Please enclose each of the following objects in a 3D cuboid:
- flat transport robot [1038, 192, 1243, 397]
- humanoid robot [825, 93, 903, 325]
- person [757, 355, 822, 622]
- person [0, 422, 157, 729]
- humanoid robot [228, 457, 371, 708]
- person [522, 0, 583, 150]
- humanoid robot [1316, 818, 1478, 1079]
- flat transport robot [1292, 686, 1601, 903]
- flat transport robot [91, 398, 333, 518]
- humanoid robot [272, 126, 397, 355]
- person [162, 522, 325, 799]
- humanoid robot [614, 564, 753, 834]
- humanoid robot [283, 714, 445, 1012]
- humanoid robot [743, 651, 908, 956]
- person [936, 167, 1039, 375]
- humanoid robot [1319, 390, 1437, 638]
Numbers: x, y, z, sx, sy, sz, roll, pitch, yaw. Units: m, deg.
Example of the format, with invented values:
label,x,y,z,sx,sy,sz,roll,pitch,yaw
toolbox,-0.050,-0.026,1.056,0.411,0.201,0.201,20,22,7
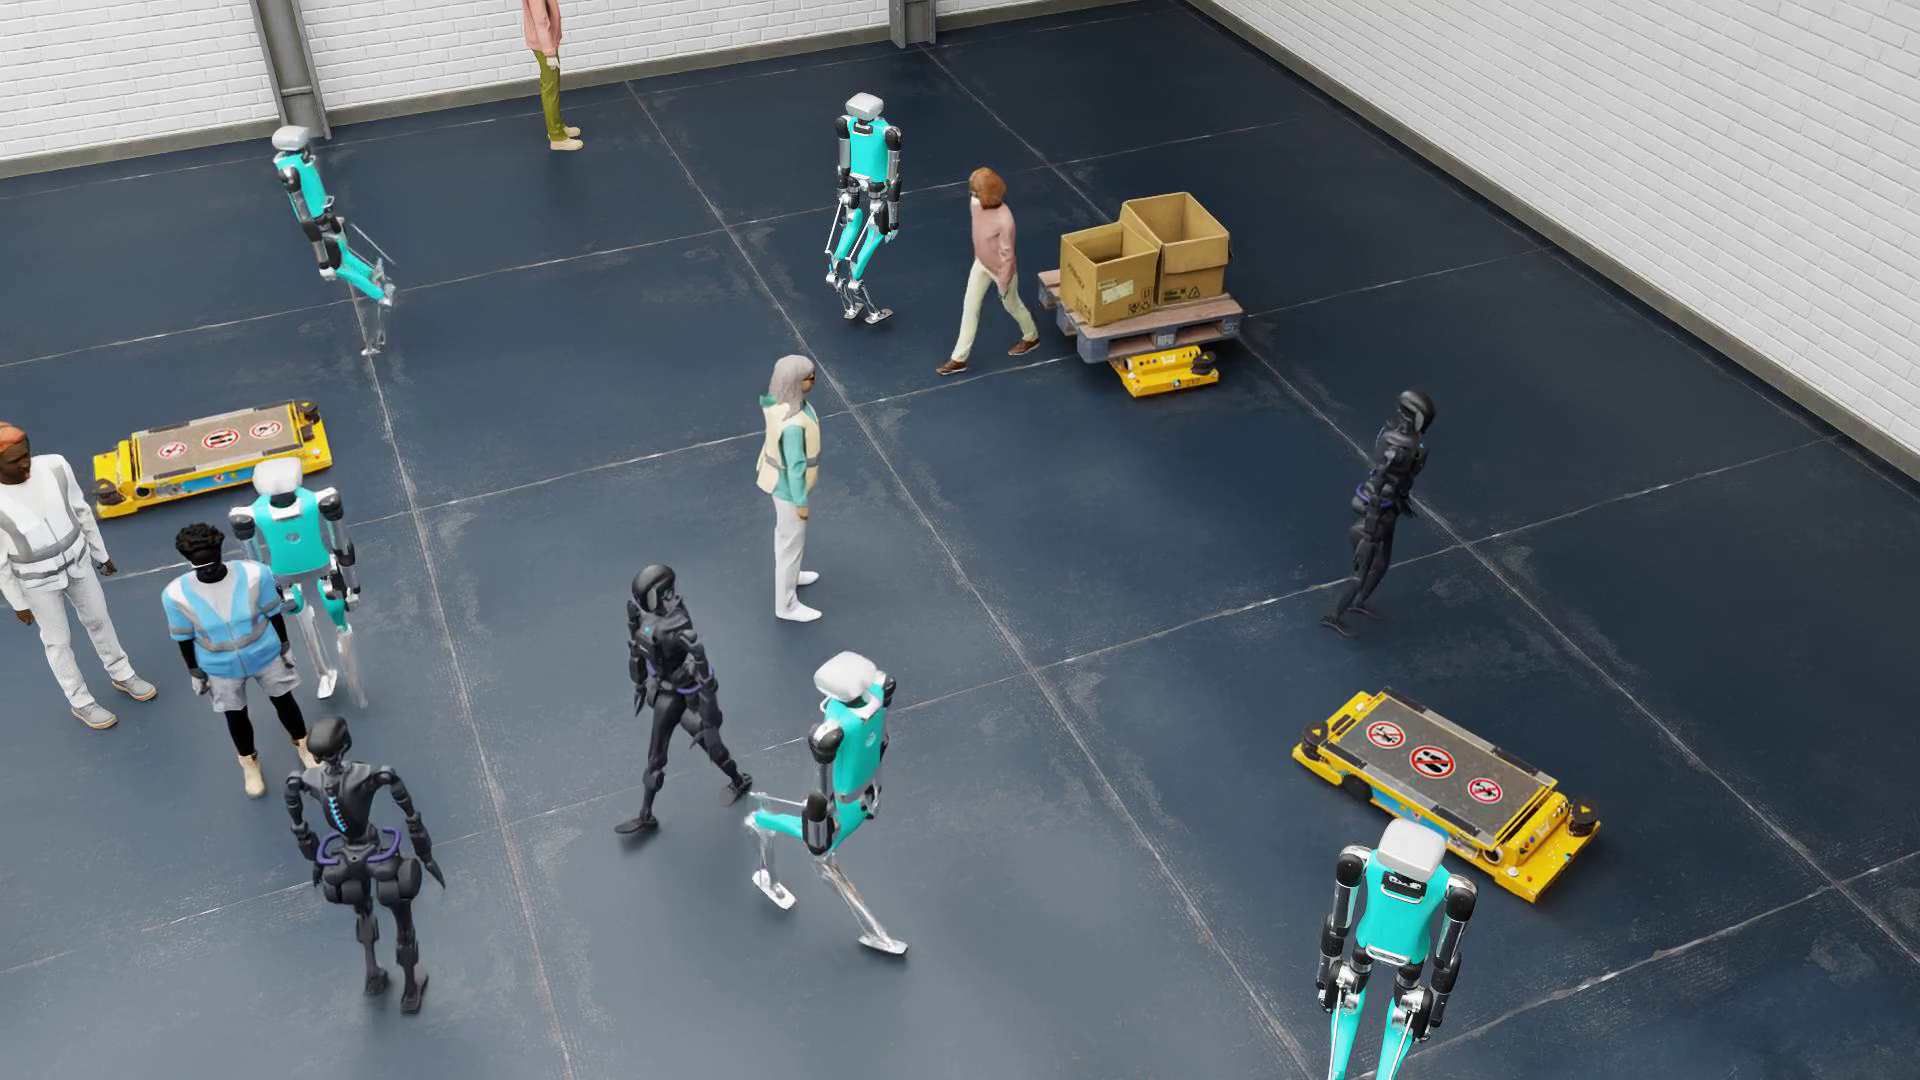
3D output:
label,x,y,z,sx,sy,sz,roll,pitch,yaw
flat transport robot,1.315,-1.540,12.278,0.659,0.231,1.431,-12,39,-15
humanoid robot,-0.765,-2.305,11.959,0.533,1.677,0.735,20,42,24
person,-0.969,-0.310,9.506,0.372,1.700,0.482,-4,38,-5
person,-4.739,0.177,8.724,0.353,1.880,0.574,20,42,24
humanoid robot,-3.459,0.216,8.824,0.541,1.815,0.829,-15,40,-19
person,-3.642,-4.361,14.664,0.374,1.837,0.524,-8,38,-11
humanoid robot,1.602,1.890,6.499,0.533,1.677,0.735,15,40,19
flat transport robot,2.509,1.265,8.626,1.431,0.231,0.659,31,47,34
flat transport robot,-4.944,-0.554,10.994,1.431,0.231,0.659,-15,40,-19
humanoid robot,-4.310,-2.073,11.781,0.727,1.785,0.537,-5,38,-7
person,-3.600,0.597,8.329,0.529,1.690,0.318,-17,41,-20
humanoid robot,-1.379,0.796,8.107,0.603,1.632,0.755,27,45,30
humanoid robot,-2.578,1.422,7.262,0.586,1.646,0.359,-3,38,-4
humanoid robot,-0.698,1.157,7.602,1.039,1.757,0.545,20,42,24
person,0.236,-1.925,11.699,0.858,1.570,0.531,-25,44,-29
humanoid robot,2.367,-0.160,9.345,0.380,1.638,0.603,22,43,26
